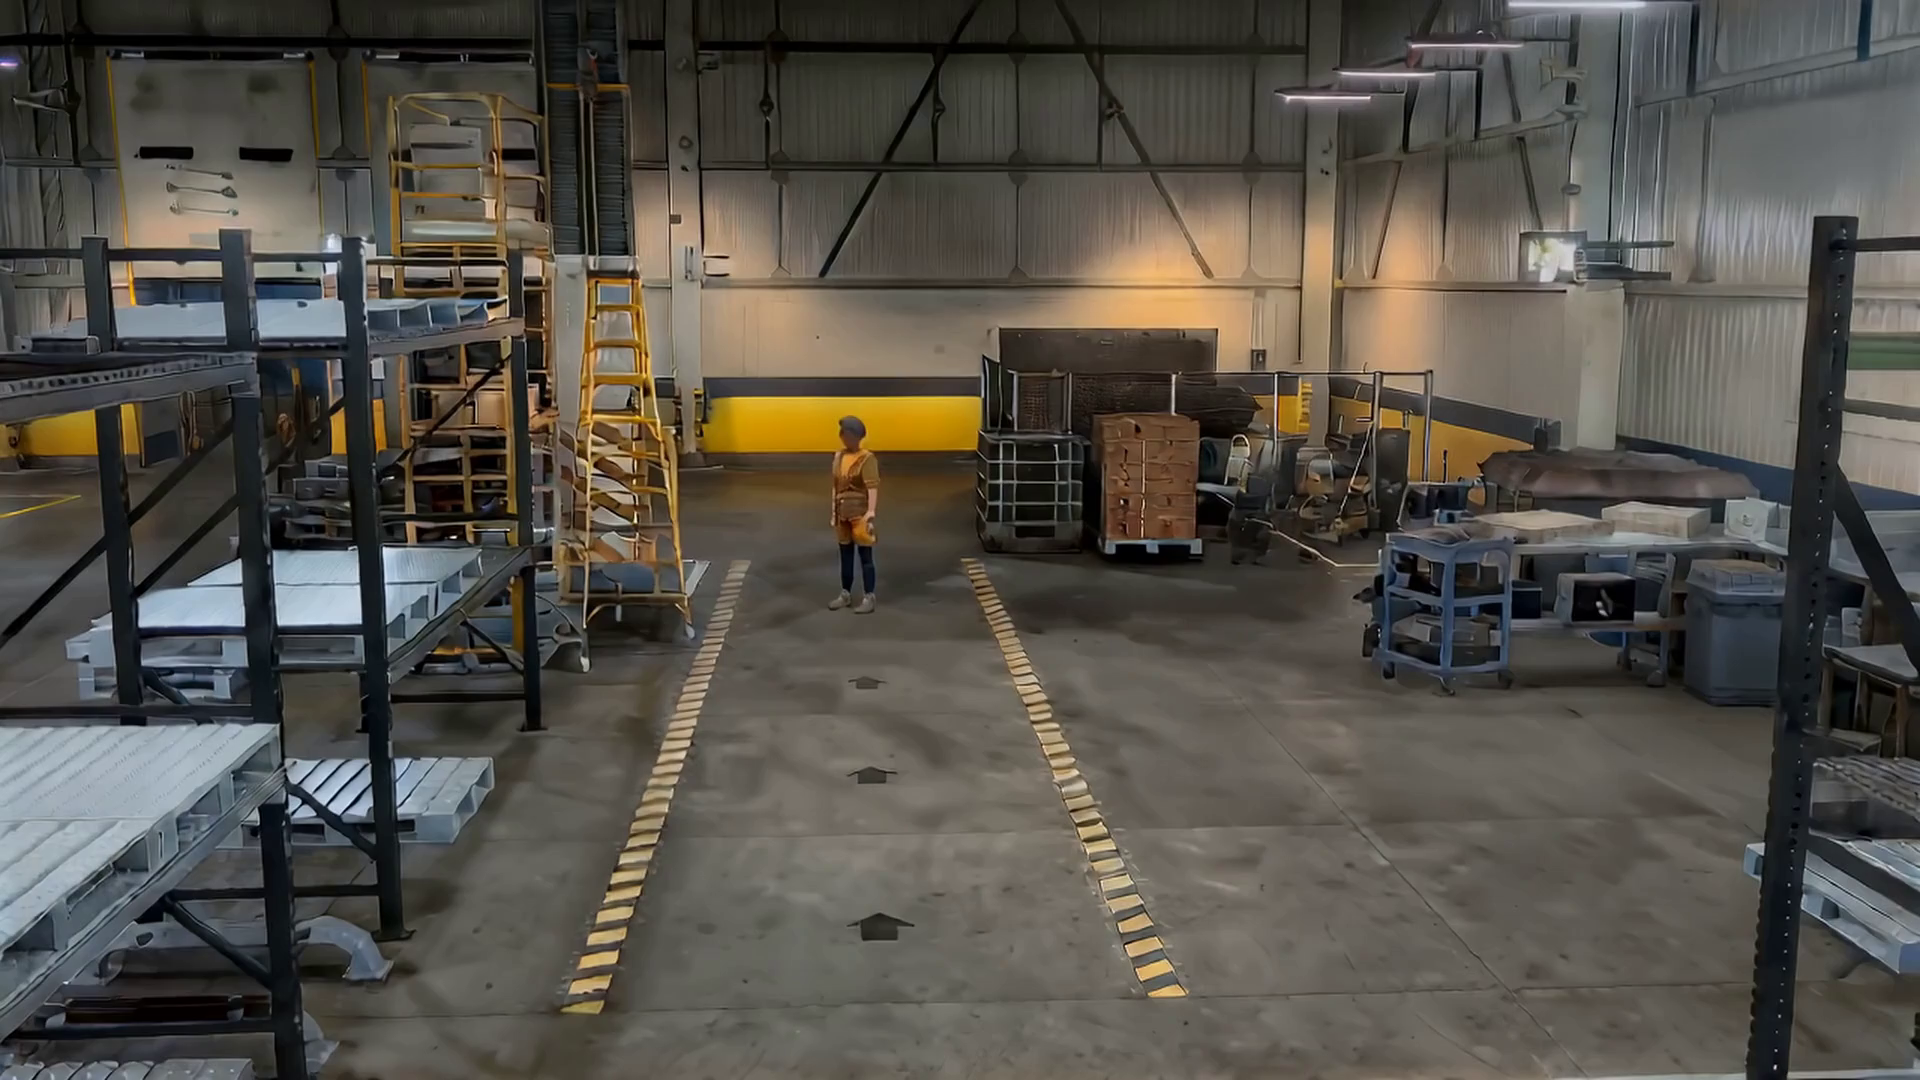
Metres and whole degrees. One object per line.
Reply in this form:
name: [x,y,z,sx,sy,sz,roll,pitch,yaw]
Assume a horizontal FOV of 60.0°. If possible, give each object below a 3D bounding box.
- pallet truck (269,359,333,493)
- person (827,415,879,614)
pallet truck: [-7.062,-1.131,18.996,1.885,1.965,0.823,2,9,13]
person: [-0.911,-0.217,14.202,0.535,1.697,0.318,8,12,40]
